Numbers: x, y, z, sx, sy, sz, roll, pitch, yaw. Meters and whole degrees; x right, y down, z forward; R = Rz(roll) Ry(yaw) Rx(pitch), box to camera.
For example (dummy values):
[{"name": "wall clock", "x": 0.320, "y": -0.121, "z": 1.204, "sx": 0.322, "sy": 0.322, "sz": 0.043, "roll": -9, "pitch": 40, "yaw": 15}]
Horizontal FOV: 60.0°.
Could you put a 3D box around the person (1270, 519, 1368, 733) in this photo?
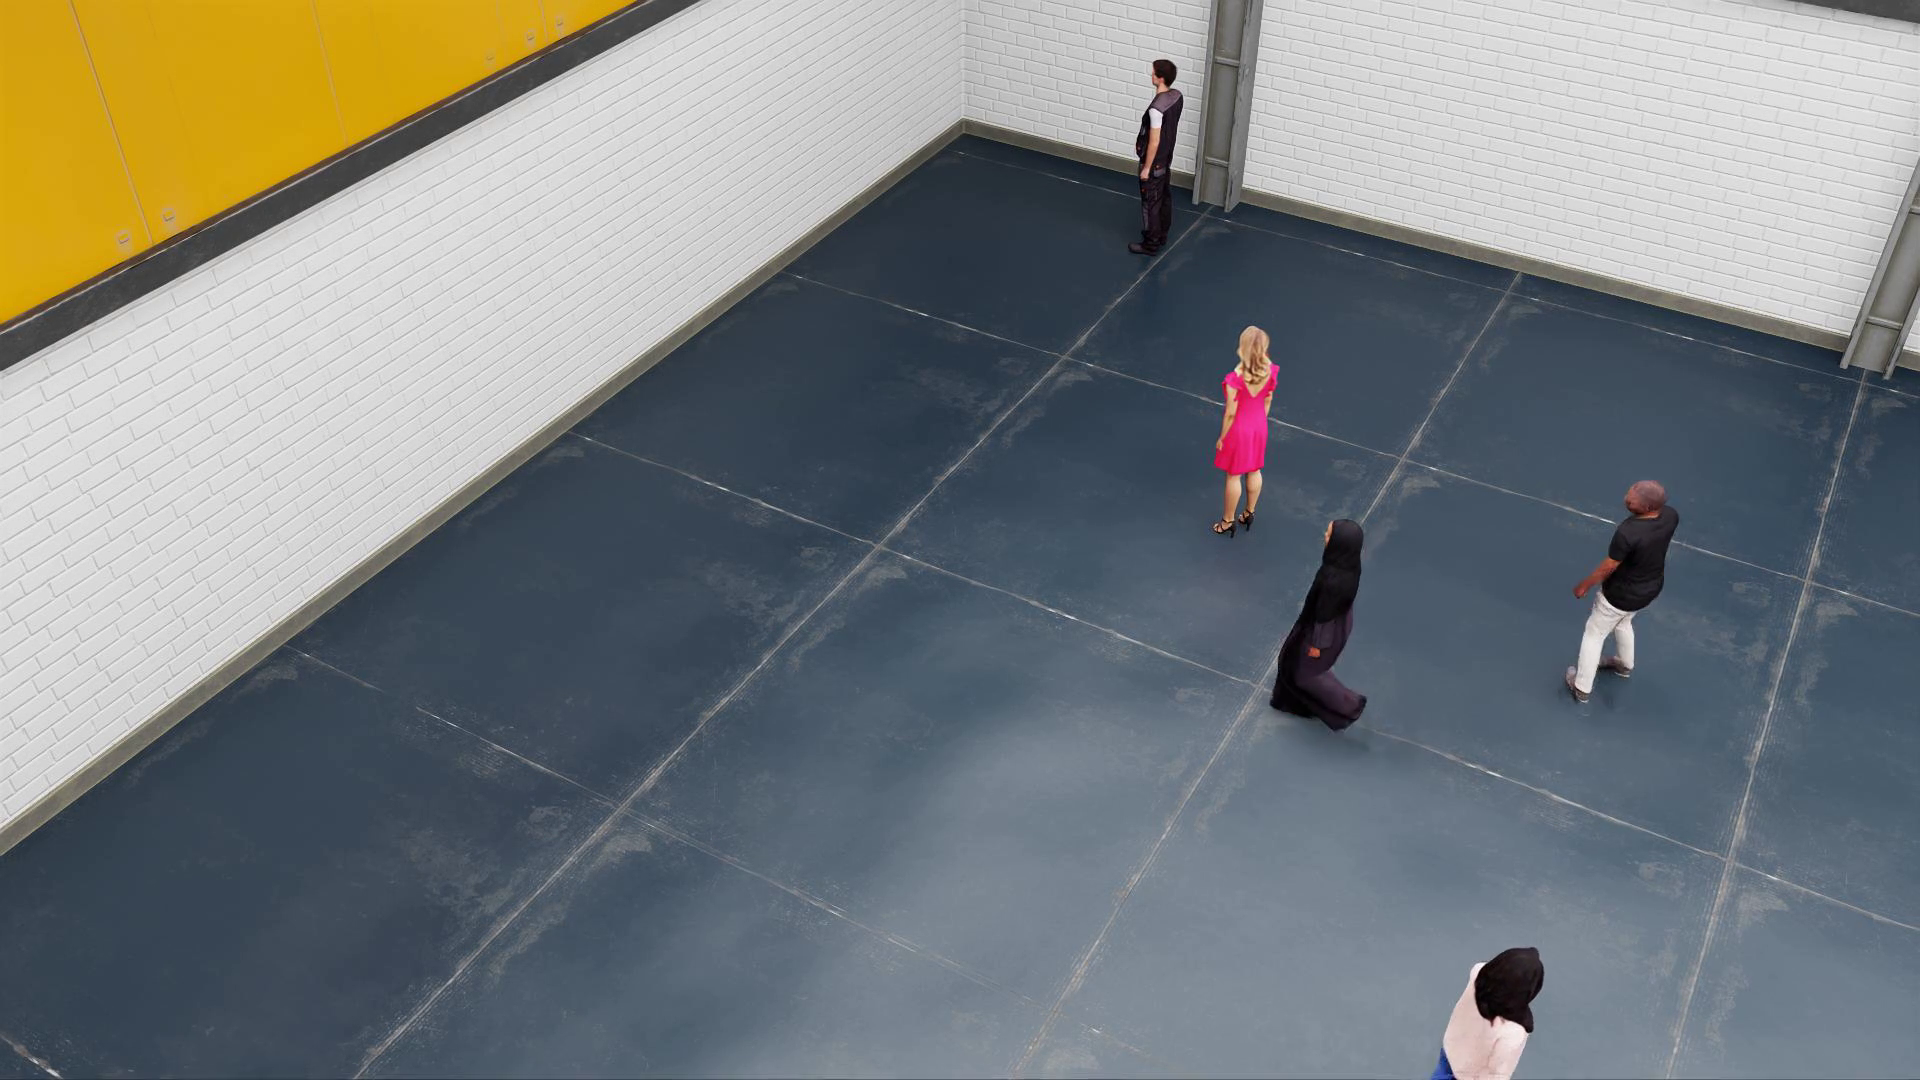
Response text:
[{"name": "person", "x": 2.334, "y": 0.553, "z": 10.352, "sx": 0.841, "sy": 1.604, "sz": 0.649, "roll": 16, "pitch": 41, "yaw": 19}]

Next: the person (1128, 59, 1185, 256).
[{"name": "person", "x": 1.817, "y": -3.512, "z": 15.247, "sx": 0.545, "sy": 1.849, "sz": 0.648, "roll": 20, "pitch": 43, "yaw": 23}]

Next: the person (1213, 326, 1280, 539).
[{"name": "person", "x": 2.043, "y": -0.767, "z": 11.906, "sx": 0.662, "sy": 1.728, "sz": 0.696, "roll": -17, "pitch": 42, "yaw": -20}]

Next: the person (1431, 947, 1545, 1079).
[{"name": "person", "x": 2.331, "y": 2.500, "z": 7.826, "sx": 1.183, "sy": 1.714, "sz": 1.083, "roll": -7, "pitch": 39, "yaw": -9}]

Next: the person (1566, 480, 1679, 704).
[{"name": "person", "x": 4.182, "y": 0.362, "z": 10.450, "sx": 0.888, "sy": 1.780, "sz": 0.901, "roll": -11, "pitch": 40, "yaw": -13}]
